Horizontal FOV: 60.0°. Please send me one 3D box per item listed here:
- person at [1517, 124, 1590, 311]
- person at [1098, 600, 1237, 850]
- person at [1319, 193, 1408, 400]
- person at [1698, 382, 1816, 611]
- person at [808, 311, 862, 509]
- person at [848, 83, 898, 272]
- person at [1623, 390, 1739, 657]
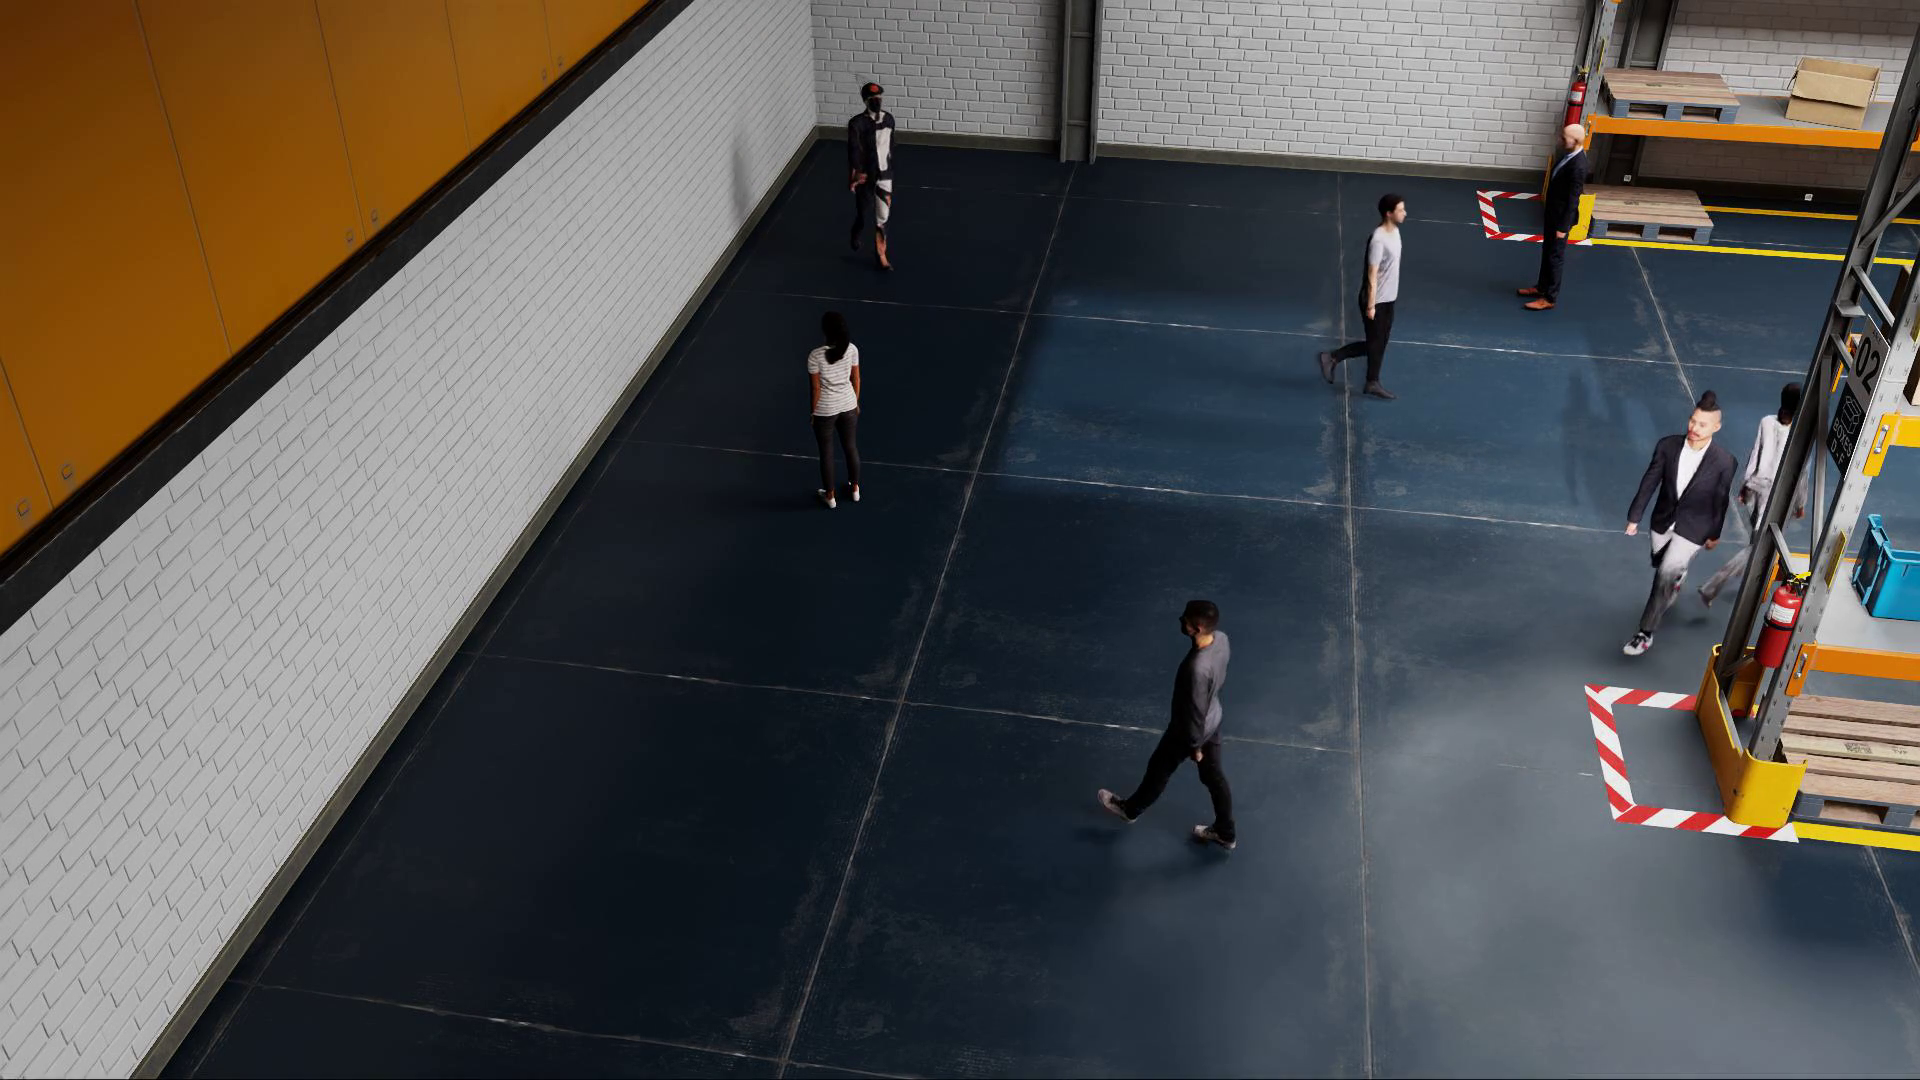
[{"bbox_3d":[5.681,-3.071,15.745,0.614,1.797,0.697,2,34,3],"label":"person"},{"bbox_3d":[1.423,1.091,9.554,1.167,1.719,0.900,19,38,26],"label":"person"},{"bbox_3d":[3.482,-2.075,14.198,1.058,1.852,0.903,21,39,28],"label":"person"},{"bbox_3d":[5.575,-0.263,11.569,1.128,1.744,0.949,-13,36,-19],"label":"person"},{"bbox_3d":[-0.960,-1.015,12.789,0.640,1.645,0.723,-15,36,-21],"label":"person"},{"bbox_3d":[-0.897,-3.619,16.494,0.970,1.881,0.995,-14,36,-20],"label":"person"},{"bbox_3d":[4.927,-0.164,11.268,1.234,1.913,1.250,-26,42,-34],"label":"person"}]
